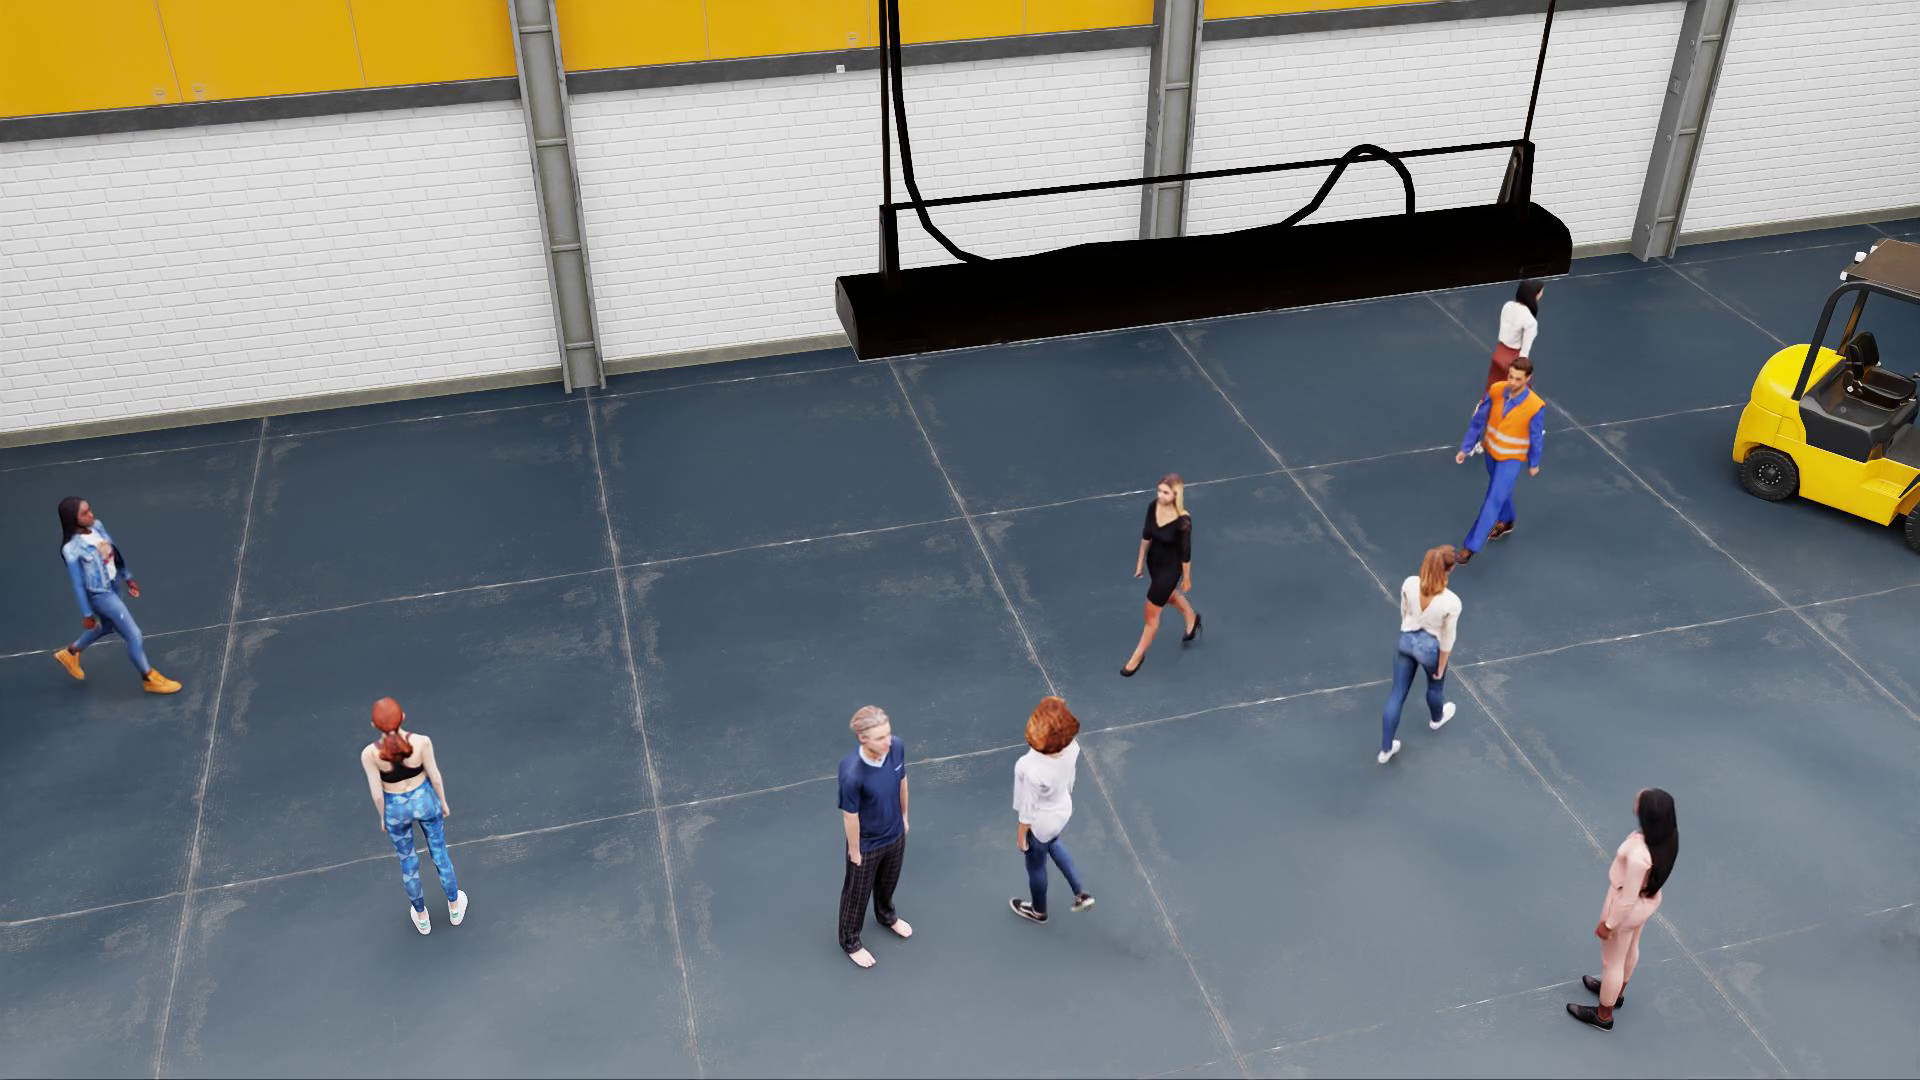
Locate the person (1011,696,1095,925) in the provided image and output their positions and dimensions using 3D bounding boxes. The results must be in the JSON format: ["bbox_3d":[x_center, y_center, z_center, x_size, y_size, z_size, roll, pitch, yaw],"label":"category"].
[{"bbox_3d":[0.592,1.685,10.006,0.911,1.706,0.861,25,41,33],"label":"person"}]

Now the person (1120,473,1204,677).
[{"bbox_3d":[1.573,0.210,12.286,1.138,1.640,0.831,-22,39,-29],"label":"person"}]

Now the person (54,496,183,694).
[{"bbox_3d":[-6.233,0.420,11.933,1.165,1.681,0.771,-1,34,-2],"label":"person"}]

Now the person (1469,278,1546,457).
[{"bbox_3d":[4.814,-1.506,14.801,1.060,1.711,0.717,-14,36,-20],"label":"person"}]

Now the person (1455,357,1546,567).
[{"bbox_3d":[4.459,-0.692,13.502,1.346,1.796,1.050,-24,40,-31],"label":"person"}]

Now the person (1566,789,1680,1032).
[{"bbox_3d":[3.794,2.076,9.403,0.759,1.722,0.653,27,42,34],"label":"person"}]

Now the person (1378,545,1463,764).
[{"bbox_3d":[3.093,0.813,11.339,0.976,1.683,1.128,25,41,33],"label":"person"}]

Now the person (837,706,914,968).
[{"bbox_3d":[-0.518,1.716,9.812,0.796,1.868,0.675,28,43,35],"label":"person"}]

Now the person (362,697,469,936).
[{"bbox_3d":[-3.288,1.648,9.993,0.555,1.782,0.651,-13,36,-18],"label":"person"}]
